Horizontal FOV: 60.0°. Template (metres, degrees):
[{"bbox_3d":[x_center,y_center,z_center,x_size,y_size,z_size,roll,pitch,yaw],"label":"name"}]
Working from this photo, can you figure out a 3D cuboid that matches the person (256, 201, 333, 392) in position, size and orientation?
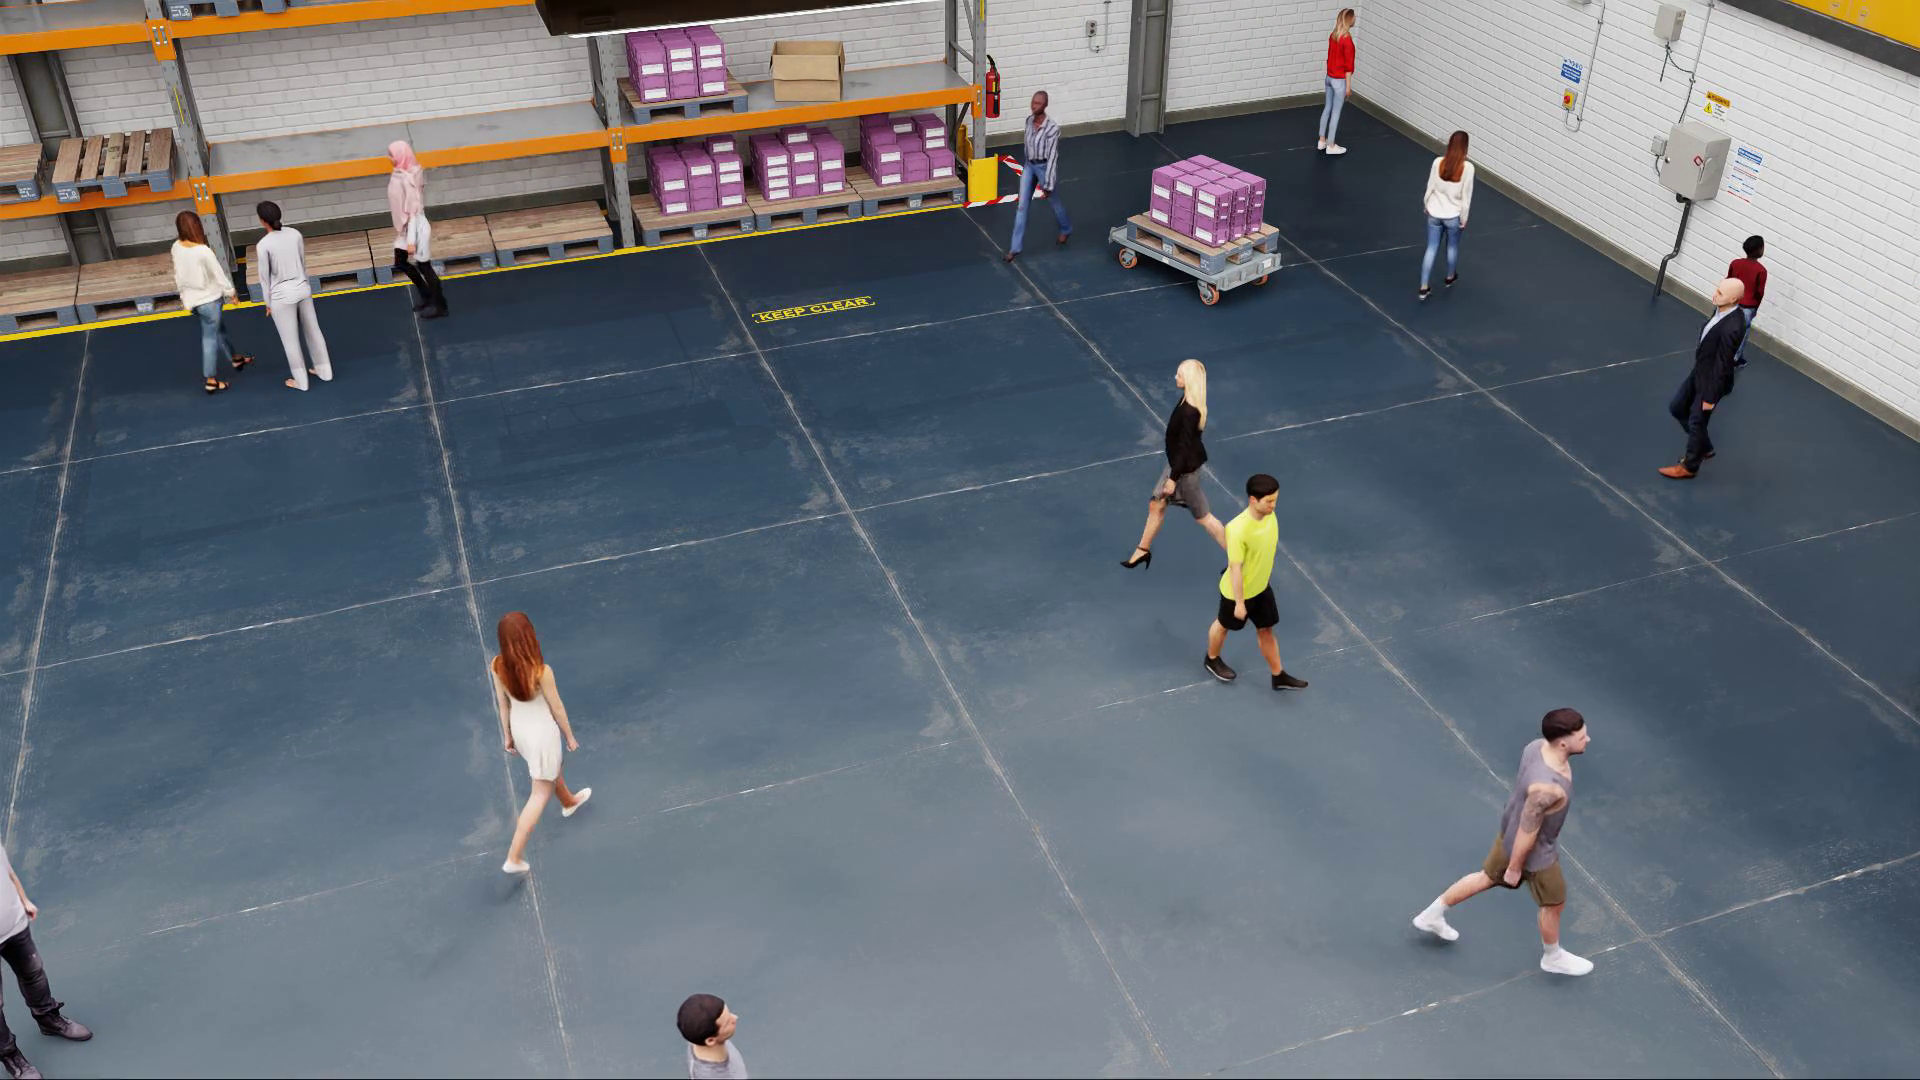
[{"bbox_3d":[-5.944,-2.175,14.768,0.768,1.733,0.675,20,39,27],"label":"person"}]

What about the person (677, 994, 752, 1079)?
[{"bbox_3d":[-1.051,2.674,7.348,0.529,1.871,0.645,-11,35,-16],"label":"person"}]

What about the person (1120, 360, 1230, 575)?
[{"bbox_3d":[1.747,-0.452,12.122,1.275,1.793,0.977,3,34,5],"label":"person"}]

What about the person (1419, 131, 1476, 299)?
[{"bbox_3d":[4.736,-3.159,16.307,0.953,1.668,1.070,21,39,28],"label":"person"}]

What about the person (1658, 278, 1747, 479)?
[{"bbox_3d":[6.107,-1.283,13.376,0.863,1.789,0.849,5,34,8],"label":"person"}]

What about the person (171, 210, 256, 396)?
[{"bbox_3d":[-6.727,-2.055,14.654,0.924,1.660,0.988,15,36,21],"label":"person"}]

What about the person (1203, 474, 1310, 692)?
[{"bbox_3d":[1.850,0.258,11.158,0.984,1.677,1.045,28,43,36],"label":"person"}]

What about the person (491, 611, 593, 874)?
[{"bbox_3d":[-2.525,1.201,9.740,1.093,1.676,1.143,14,36,20],"label":"person"}]

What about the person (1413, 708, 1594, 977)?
[{"bbox_3d":[2.975,1.613,8.983,1.302,1.806,1.058,6,34,9],"label":"person"}]

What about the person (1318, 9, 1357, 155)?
[{"bbox_3d":[4.470,-5.439,19.704,0.497,1.705,0.614,-12,36,-18],"label":"person"}]

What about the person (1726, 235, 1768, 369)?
[{"bbox_3d":[7.142,-2.183,15.213,0.580,1.254,0.602,28,42,35],"label":"person"}]

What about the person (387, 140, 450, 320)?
[{"bbox_3d":[-5.098,-2.944,15.870,0.669,1.793,0.667,-17,37,-23],"label":"person"}]

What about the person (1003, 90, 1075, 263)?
[{"bbox_3d":[0.899,-3.753,17.139,1.051,1.737,1.323,28,42,35],"label":"person"}]

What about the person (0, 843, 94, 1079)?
[{"bbox_3d":[-4.934,1.978,8.431,0.797,1.832,0.752,12,35,17],"label":"person"}]
